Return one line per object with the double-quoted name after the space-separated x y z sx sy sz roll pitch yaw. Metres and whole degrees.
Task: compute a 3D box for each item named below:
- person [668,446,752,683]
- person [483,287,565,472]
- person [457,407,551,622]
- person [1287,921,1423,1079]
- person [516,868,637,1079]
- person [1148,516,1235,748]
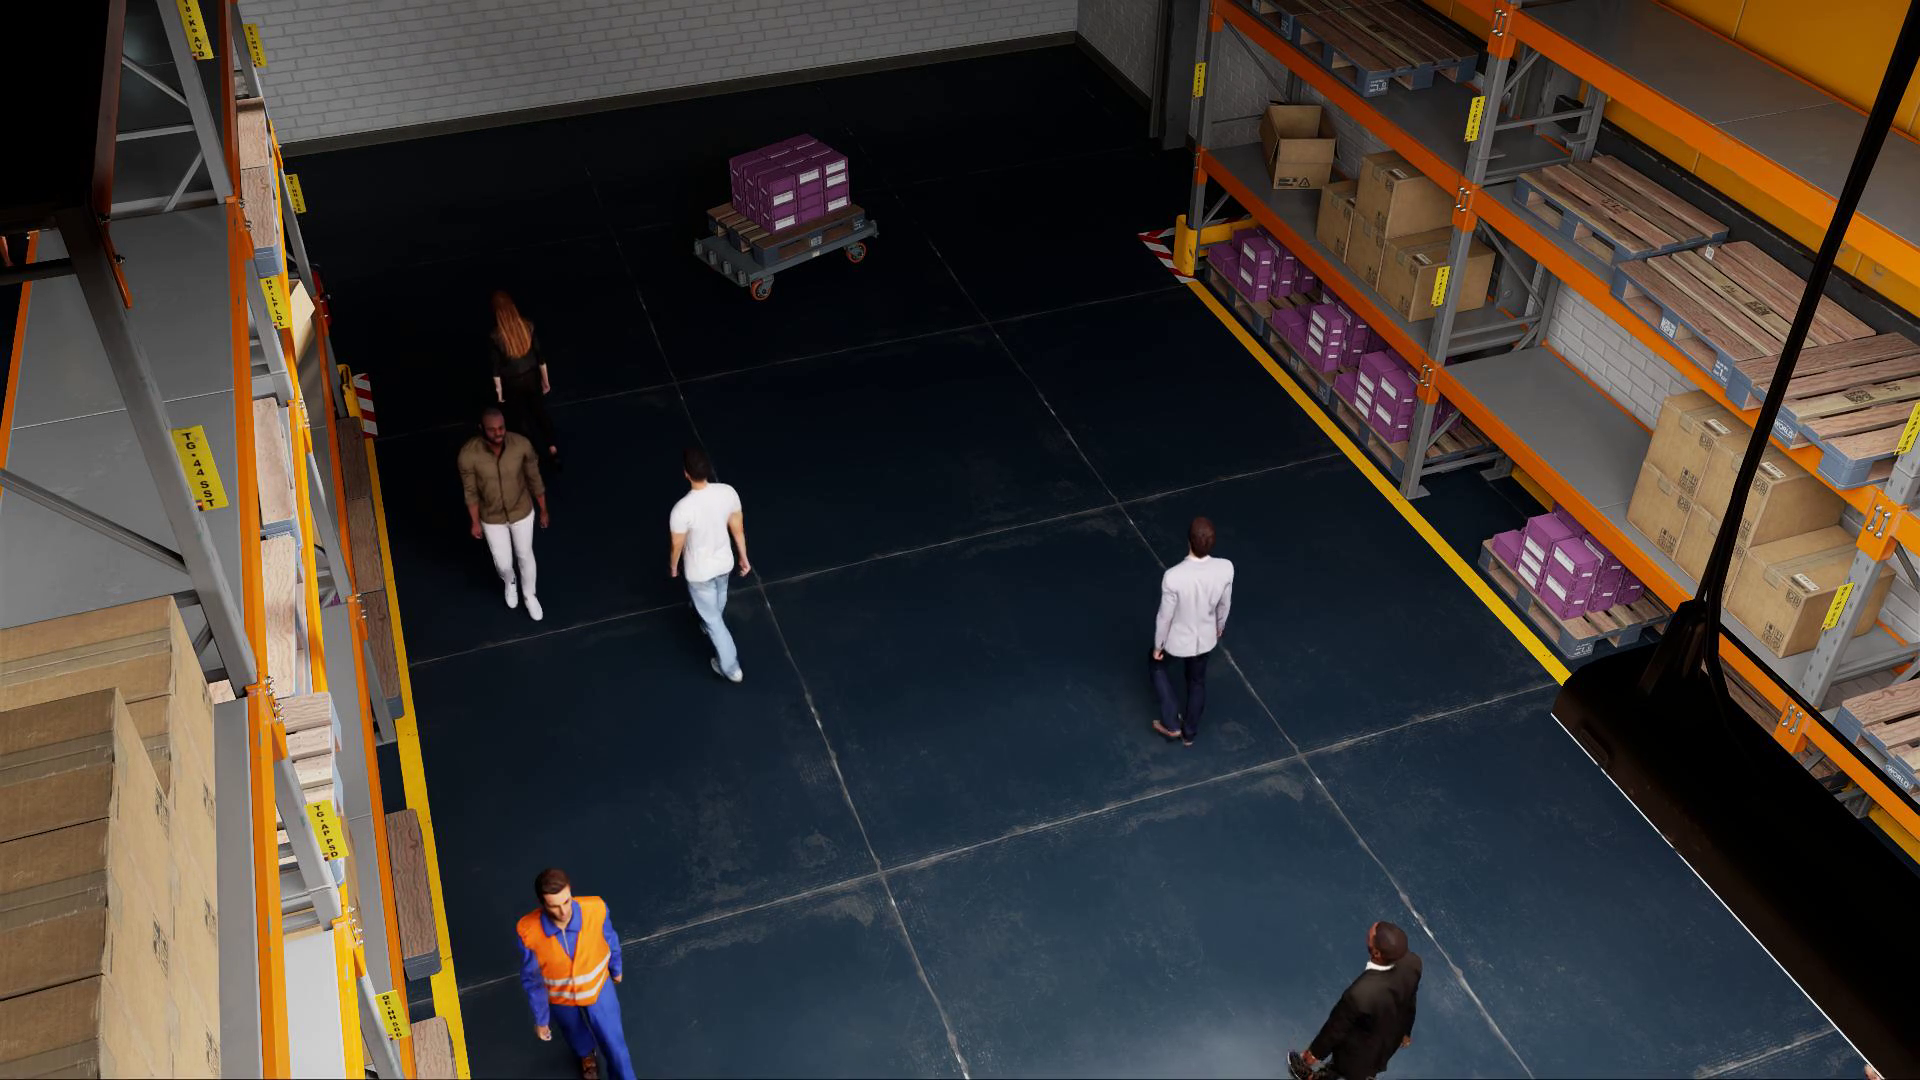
-1.681 0.211 11.435 0.947 1.823 1.187 -29 47 -32 "person"
-3.491 -1.210 13.317 0.734 1.694 0.928 -23 44 -26 "person"
-3.291 -0.229 11.997 0.755 1.810 0.682 -16 41 -19 "person"
2.135 2.627 8.448 0.889 1.775 1.100 -26 45 -29 "person"
-2.058 2.308 8.798 0.698 1.837 0.934 -14 41 -17 "person"
1.515 0.679 10.839 0.708 1.836 0.627 -10 40 -12 "person"
